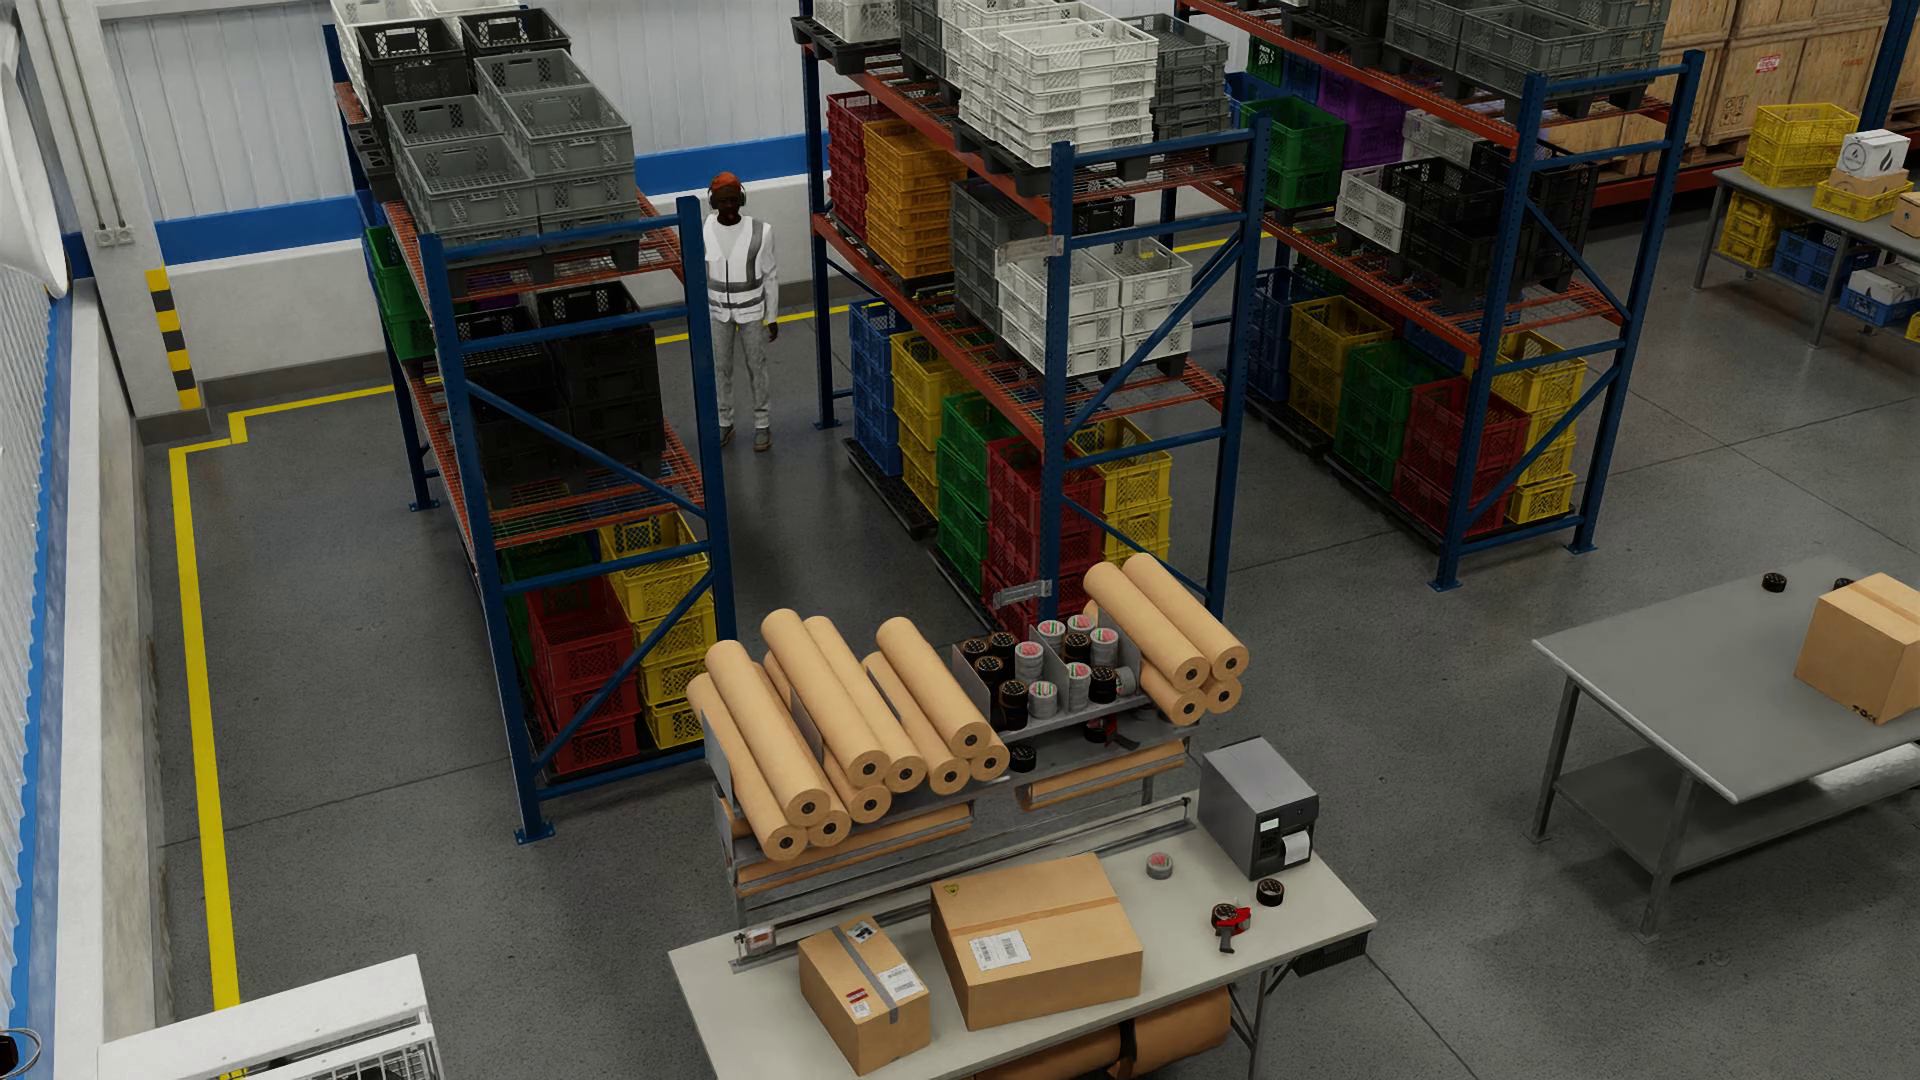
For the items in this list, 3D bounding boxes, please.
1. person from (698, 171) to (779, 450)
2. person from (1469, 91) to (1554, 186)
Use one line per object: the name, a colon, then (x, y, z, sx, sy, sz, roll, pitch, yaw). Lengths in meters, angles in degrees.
person: (-1.463, -1.472, 10.807, 0.584, 1.883, 0.346, 3, 32, 5)
person: (4.228, -2.852, 13.012, 0.627, 1.928, 0.372, 12, 34, 19)
